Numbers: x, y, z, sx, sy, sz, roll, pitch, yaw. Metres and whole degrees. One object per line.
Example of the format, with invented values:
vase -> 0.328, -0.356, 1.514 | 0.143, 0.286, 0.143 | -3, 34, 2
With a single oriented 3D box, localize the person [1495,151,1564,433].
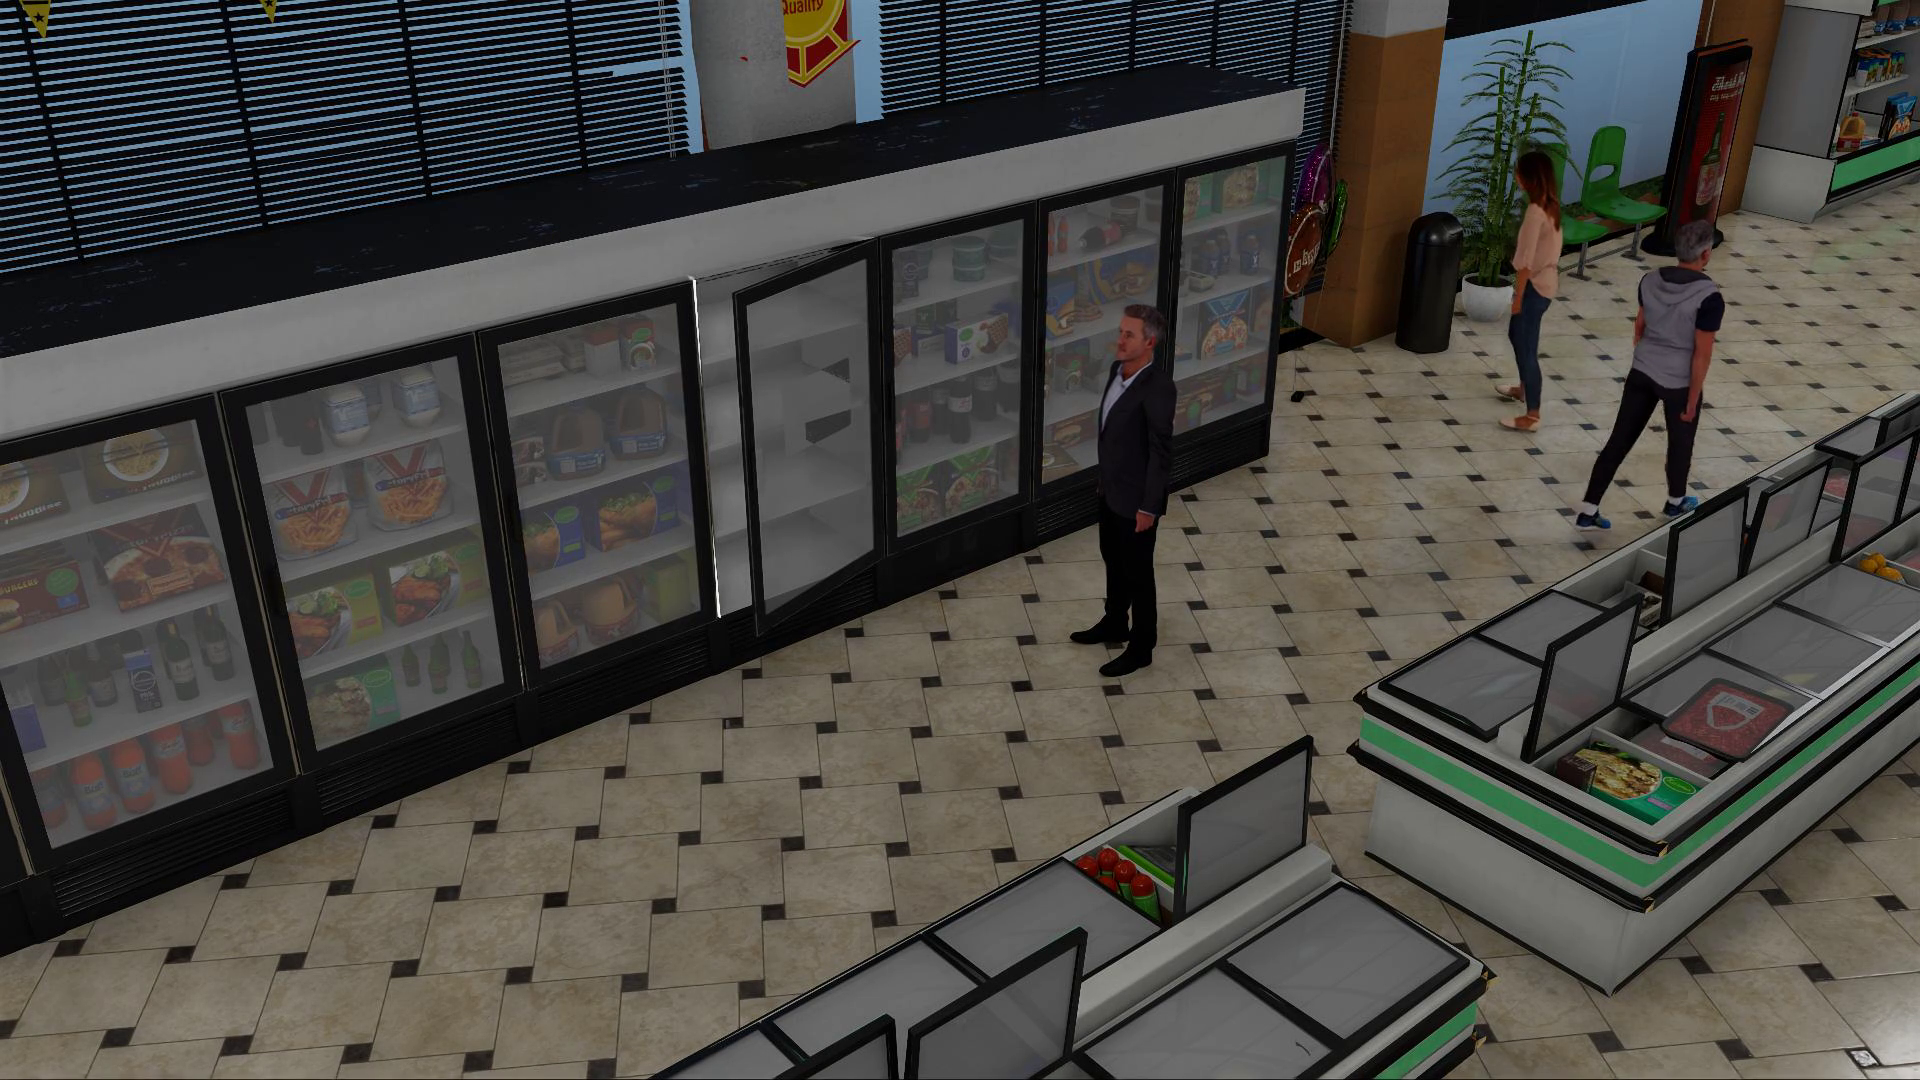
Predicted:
person -> 3.673, -1.581, 10.634 | 0.897, 1.764, 0.739 | 15, 30, 26

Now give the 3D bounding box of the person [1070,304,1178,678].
person -> 0.807, -0.254, 7.930 | 0.735, 1.843, 0.787 | -10, 28, -18

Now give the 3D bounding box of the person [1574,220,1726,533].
person -> 3.782, -0.825, 9.122 | 1.230, 1.783, 0.787 | -16, 31, -29
